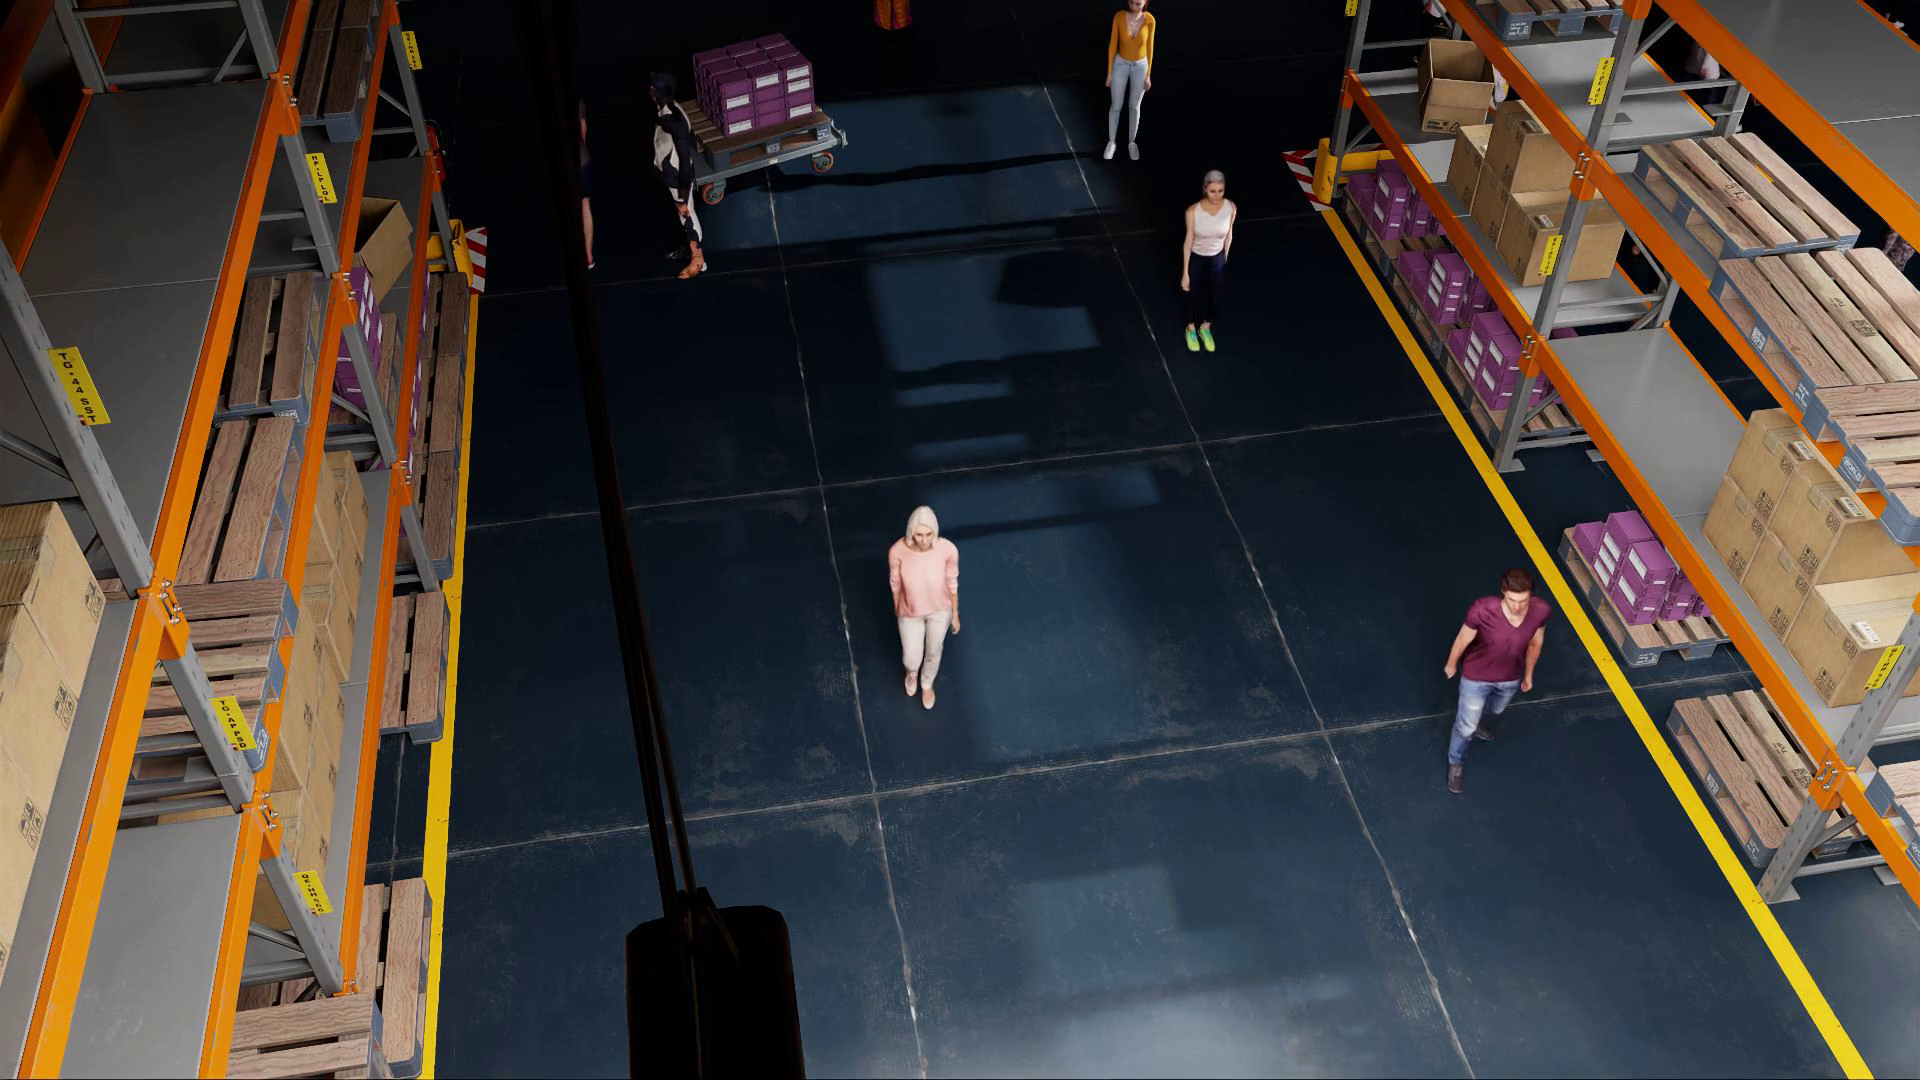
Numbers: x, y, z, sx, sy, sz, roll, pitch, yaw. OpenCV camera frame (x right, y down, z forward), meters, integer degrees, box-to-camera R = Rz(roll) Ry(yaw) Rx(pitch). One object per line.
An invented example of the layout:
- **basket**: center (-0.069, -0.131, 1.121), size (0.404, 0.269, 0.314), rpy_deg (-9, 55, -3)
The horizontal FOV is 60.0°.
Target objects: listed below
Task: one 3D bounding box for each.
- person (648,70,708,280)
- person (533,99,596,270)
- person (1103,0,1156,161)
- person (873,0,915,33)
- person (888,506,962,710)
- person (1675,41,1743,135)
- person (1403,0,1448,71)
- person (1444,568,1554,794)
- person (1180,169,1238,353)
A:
- **person**: center (-2.433, -3.147, 14.269), size (0.813, 1.891, 0.628), rpy_deg (-18, 47, -18)
- **person**: center (-3.338, -3.175, 14.342), size (0.789, 1.831, 0.955), rpy_deg (-20, 47, -19)
- **person**: center (1.603, -4.440, 15.724), size (0.645, 1.756, 0.636), rpy_deg (3, 44, 3)
- **person**: center (-0.737, -6.323, 17.754), size (0.778, 1.682, 0.842), rpy_deg (28, 50, 26)
- **person**: center (-0.224, 0.380, 10.695), size (0.601, 1.714, 0.616), rpy_deg (-4, 44, -4)
- **person**: center (7.067, -4.654, 15.962), size (0.911, 1.736, 1.113), rpy_deg (4, 44, 4)
- **person**: center (4.853, -5.561, 16.949), size (0.821, 1.689, 0.758), rpy_deg (25, 49, 24)
- **person**: center (3.267, 0.747, 10.233), size (0.725, 1.819, 0.891), rpy_deg (-5, 44, -6)
- **person**: center (1.953, -2.310, 13.538), size (0.598, 1.686, 0.597), rpy_deg (-6, 44, -6)
